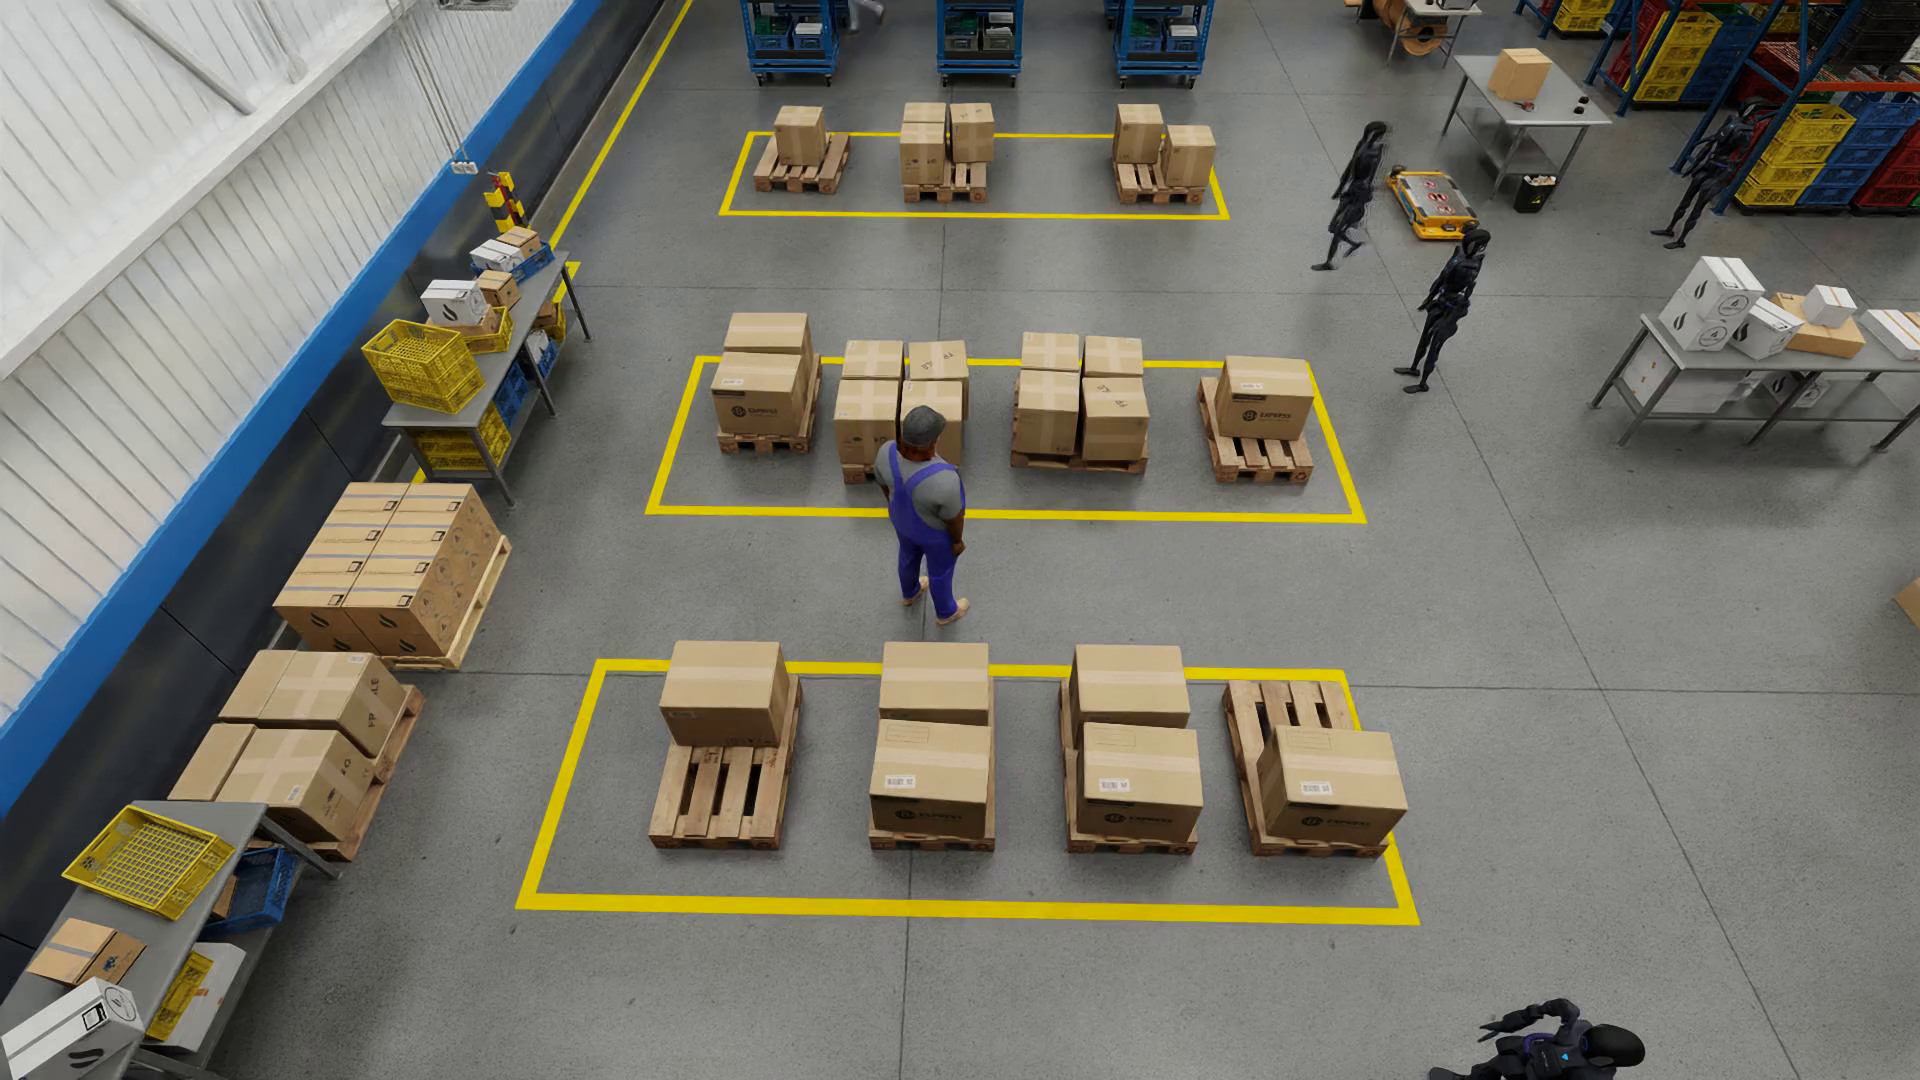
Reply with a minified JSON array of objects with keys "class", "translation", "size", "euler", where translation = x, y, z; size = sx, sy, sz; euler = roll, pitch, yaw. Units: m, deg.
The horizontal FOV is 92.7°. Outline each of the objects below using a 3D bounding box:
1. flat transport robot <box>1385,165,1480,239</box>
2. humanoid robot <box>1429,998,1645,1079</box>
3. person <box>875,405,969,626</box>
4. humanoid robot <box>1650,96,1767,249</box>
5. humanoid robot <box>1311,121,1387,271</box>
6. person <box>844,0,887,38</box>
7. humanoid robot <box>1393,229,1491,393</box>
[{"class":"flat transport robot","translation":[5.692,-4.094,11.059],"size":[0.652,0.197,1.431],"euler":[1,49,1]},{"class":"humanoid robot","translation":[2.706,2.583,4.356],"size":[0.325,1.657,0.599],"euler":[1,49,1]},{"class":"person","translation":[-0.212,-0.171,6.511],"size":[0.681,2.000,0.537],"euler":[30,56,24]},{"class":"humanoid robot","translation":[8.248,-4.028,10.078],"size":[0.325,1.657,0.599],"euler":[1,49,1]},{"class":"humanoid robot","translation":[4.219,-3.652,9.765],"size":[0.463,1.654,0.595],"euler":[0,49,0]},{"class":"person","translation":[-1.559,-8.807,14.103],"size":[0.674,1.865,0.586],"euler":[-33,57,-25]},{"class":"humanoid robot","translation":[4.420,-2.089,8.402],"size":[0.325,1.654,0.599],"euler":[1,49,1]}]
